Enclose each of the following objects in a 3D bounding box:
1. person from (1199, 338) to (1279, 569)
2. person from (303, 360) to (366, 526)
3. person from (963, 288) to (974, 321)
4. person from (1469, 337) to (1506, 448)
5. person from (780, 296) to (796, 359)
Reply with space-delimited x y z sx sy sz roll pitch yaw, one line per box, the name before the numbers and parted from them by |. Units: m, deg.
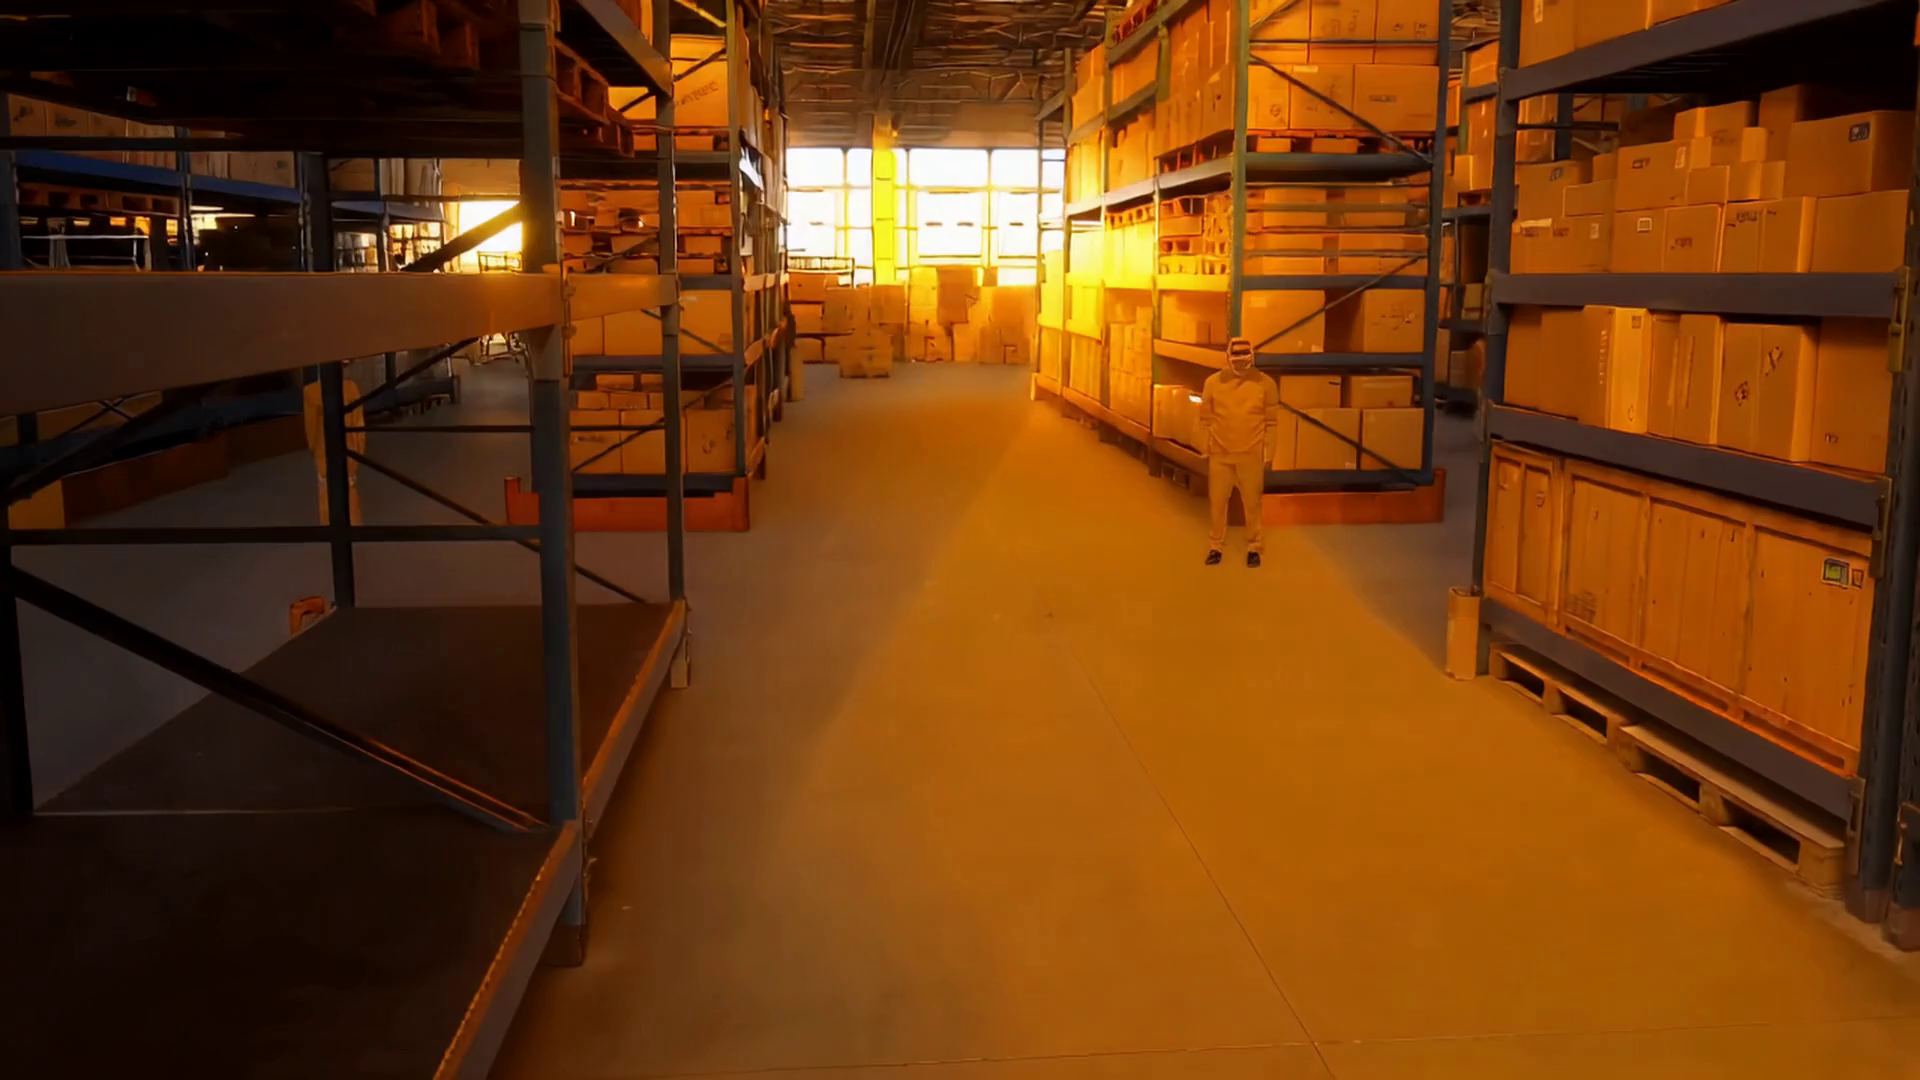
person | 2.279 -0.710 13.681 0.646 1.898 0.397 3 10 20
person | -5.681 -0.882 15.156 0.531 1.767 0.328 -1 9 -7
person | 0.385 -9.186 66.947 0.963 1.887 0.597 9 12 43
person | 7.231 -2.072 22.464 0.635 1.825 0.511 -2 9 -10
person | -3.649 -4.170 35.173 0.806 1.970 0.621 -7 11 -36
